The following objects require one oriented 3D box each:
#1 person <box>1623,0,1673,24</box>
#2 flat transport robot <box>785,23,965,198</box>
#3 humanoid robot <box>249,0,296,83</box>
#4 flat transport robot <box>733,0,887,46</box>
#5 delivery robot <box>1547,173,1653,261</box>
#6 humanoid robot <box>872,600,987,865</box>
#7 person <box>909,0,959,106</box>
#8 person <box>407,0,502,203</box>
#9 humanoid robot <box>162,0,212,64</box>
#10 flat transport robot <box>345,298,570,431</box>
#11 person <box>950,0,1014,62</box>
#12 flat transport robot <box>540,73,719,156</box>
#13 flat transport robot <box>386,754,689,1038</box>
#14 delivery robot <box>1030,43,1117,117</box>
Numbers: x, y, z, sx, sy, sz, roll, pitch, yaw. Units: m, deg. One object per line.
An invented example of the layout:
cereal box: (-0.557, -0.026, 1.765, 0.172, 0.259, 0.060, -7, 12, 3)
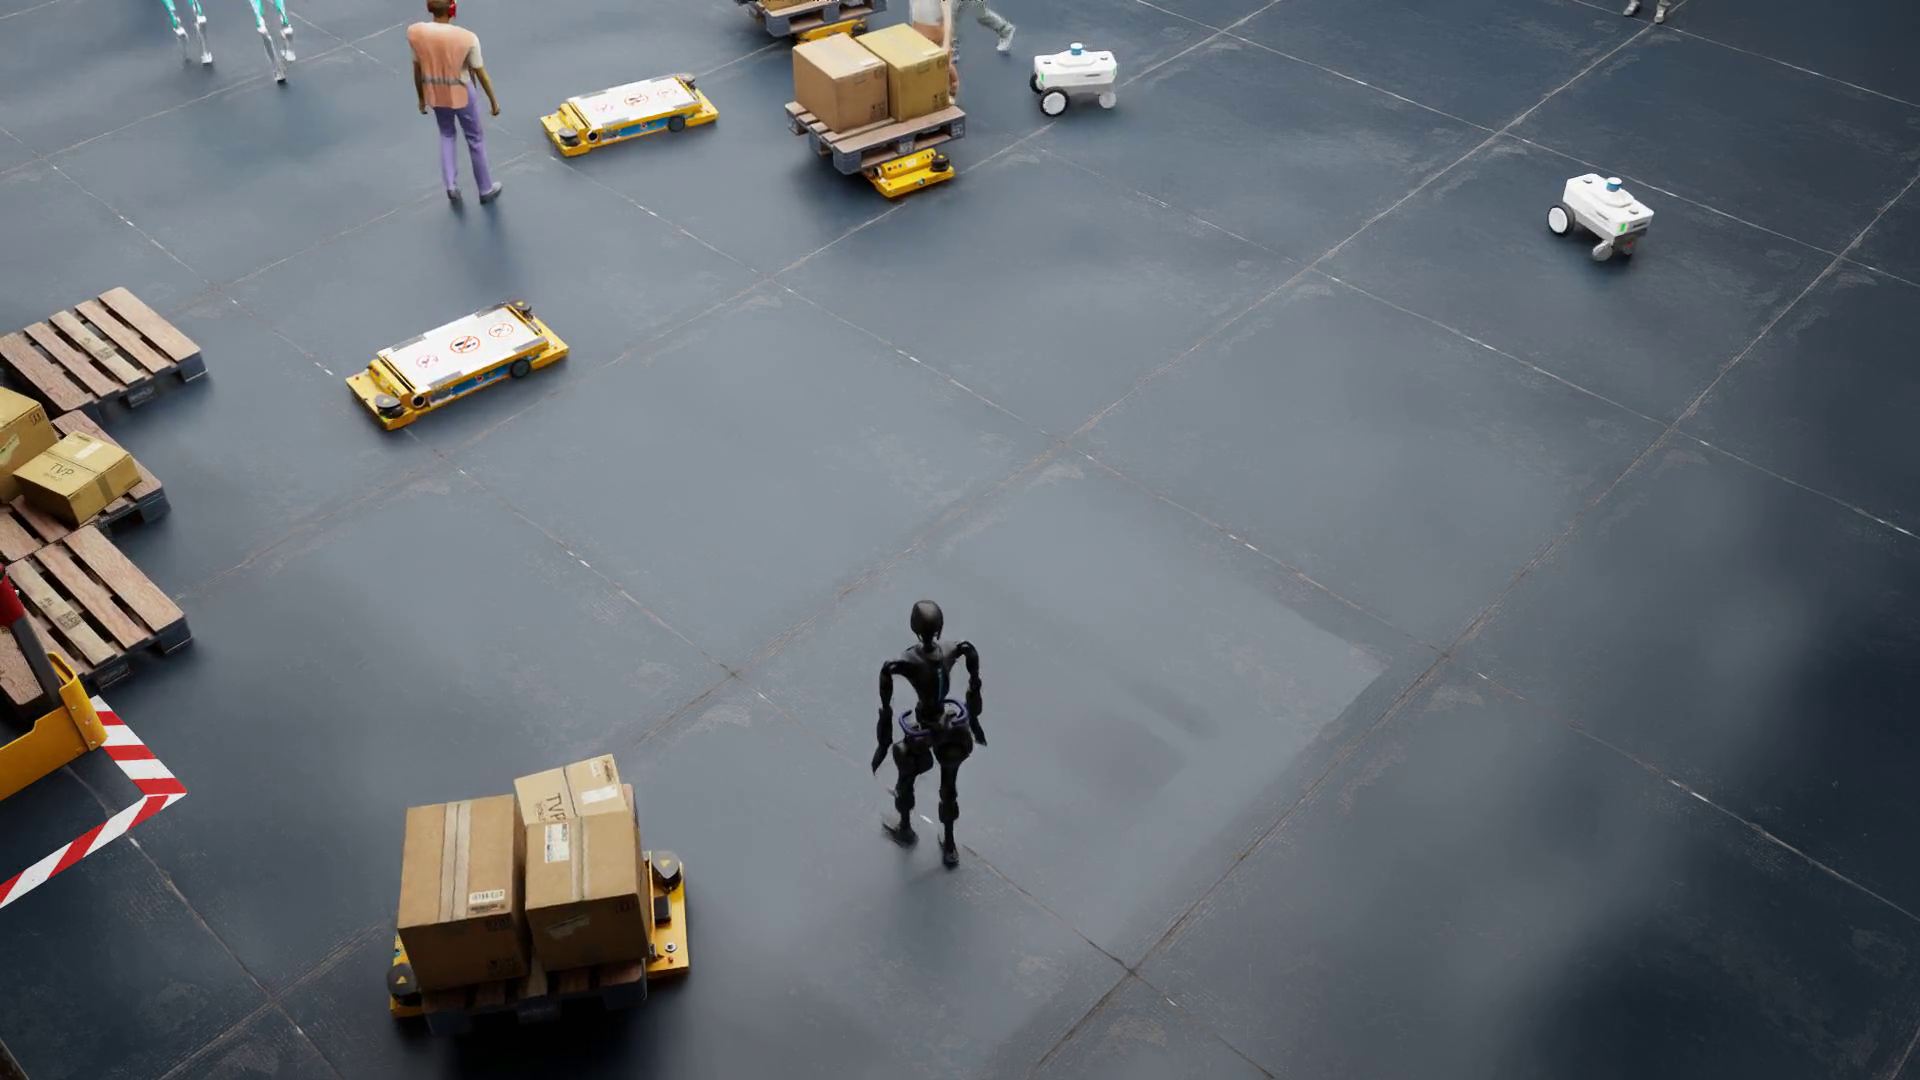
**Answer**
person: (6.799, -5.895, 15.911, 0.567, 1.835, 0.390, 21, 46, 22)
flat transport robot: (-0.716, -3.405, 14.310, 0.659, 0.231, 1.431, -24, 47, -24)
humanoid robot: (-6.289, -5.020, 15.031, 0.542, 1.791, 0.890, -16, 44, -17)
flat transport robot: (-1.473, -5.121, 16.218, 0.659, 0.231, 1.431, -21, 46, -22)
delivery robot: (5.097, -2.601, 13.194, 0.521, 0.583, 0.752, -18, 45, -19)
humanoid robot: (-0.157, 0.984, 8.395, 0.616, 1.634, 0.510, -17, 45, -18)
person: (-0.220, -4.415, 14.367, 0.476, 1.707, 0.789, 16, 44, 17)
person: (-4.020, -3.511, 13.257, 0.630, 1.830, 0.457, 5, 42, 5)
humanoid robot: (-7.174, -5.093, 15.111, 0.560, 1.792, 0.840, -22, 46, -22)
flat transport robot: (-3.606, -1.280, 11.949, 1.431, 0.231, 0.659, -29, 49, -28)
person: (0.143, -5.208, 15.239, 0.736, 1.720, 0.491, -25, 48, -25)
flat transport robot: (-2.926, -3.773, 14.719, 1.431, 0.231, 0.659, -20, 46, -21)
flat transport robot: (-2.104, 1.962, 8.346, 1.431, 0.231, 0.659, -7, 42, -8)
delivery robot: (1.011, -4.150, 14.940, 0.815, 0.614, 0.499, -6, 42, -7)
